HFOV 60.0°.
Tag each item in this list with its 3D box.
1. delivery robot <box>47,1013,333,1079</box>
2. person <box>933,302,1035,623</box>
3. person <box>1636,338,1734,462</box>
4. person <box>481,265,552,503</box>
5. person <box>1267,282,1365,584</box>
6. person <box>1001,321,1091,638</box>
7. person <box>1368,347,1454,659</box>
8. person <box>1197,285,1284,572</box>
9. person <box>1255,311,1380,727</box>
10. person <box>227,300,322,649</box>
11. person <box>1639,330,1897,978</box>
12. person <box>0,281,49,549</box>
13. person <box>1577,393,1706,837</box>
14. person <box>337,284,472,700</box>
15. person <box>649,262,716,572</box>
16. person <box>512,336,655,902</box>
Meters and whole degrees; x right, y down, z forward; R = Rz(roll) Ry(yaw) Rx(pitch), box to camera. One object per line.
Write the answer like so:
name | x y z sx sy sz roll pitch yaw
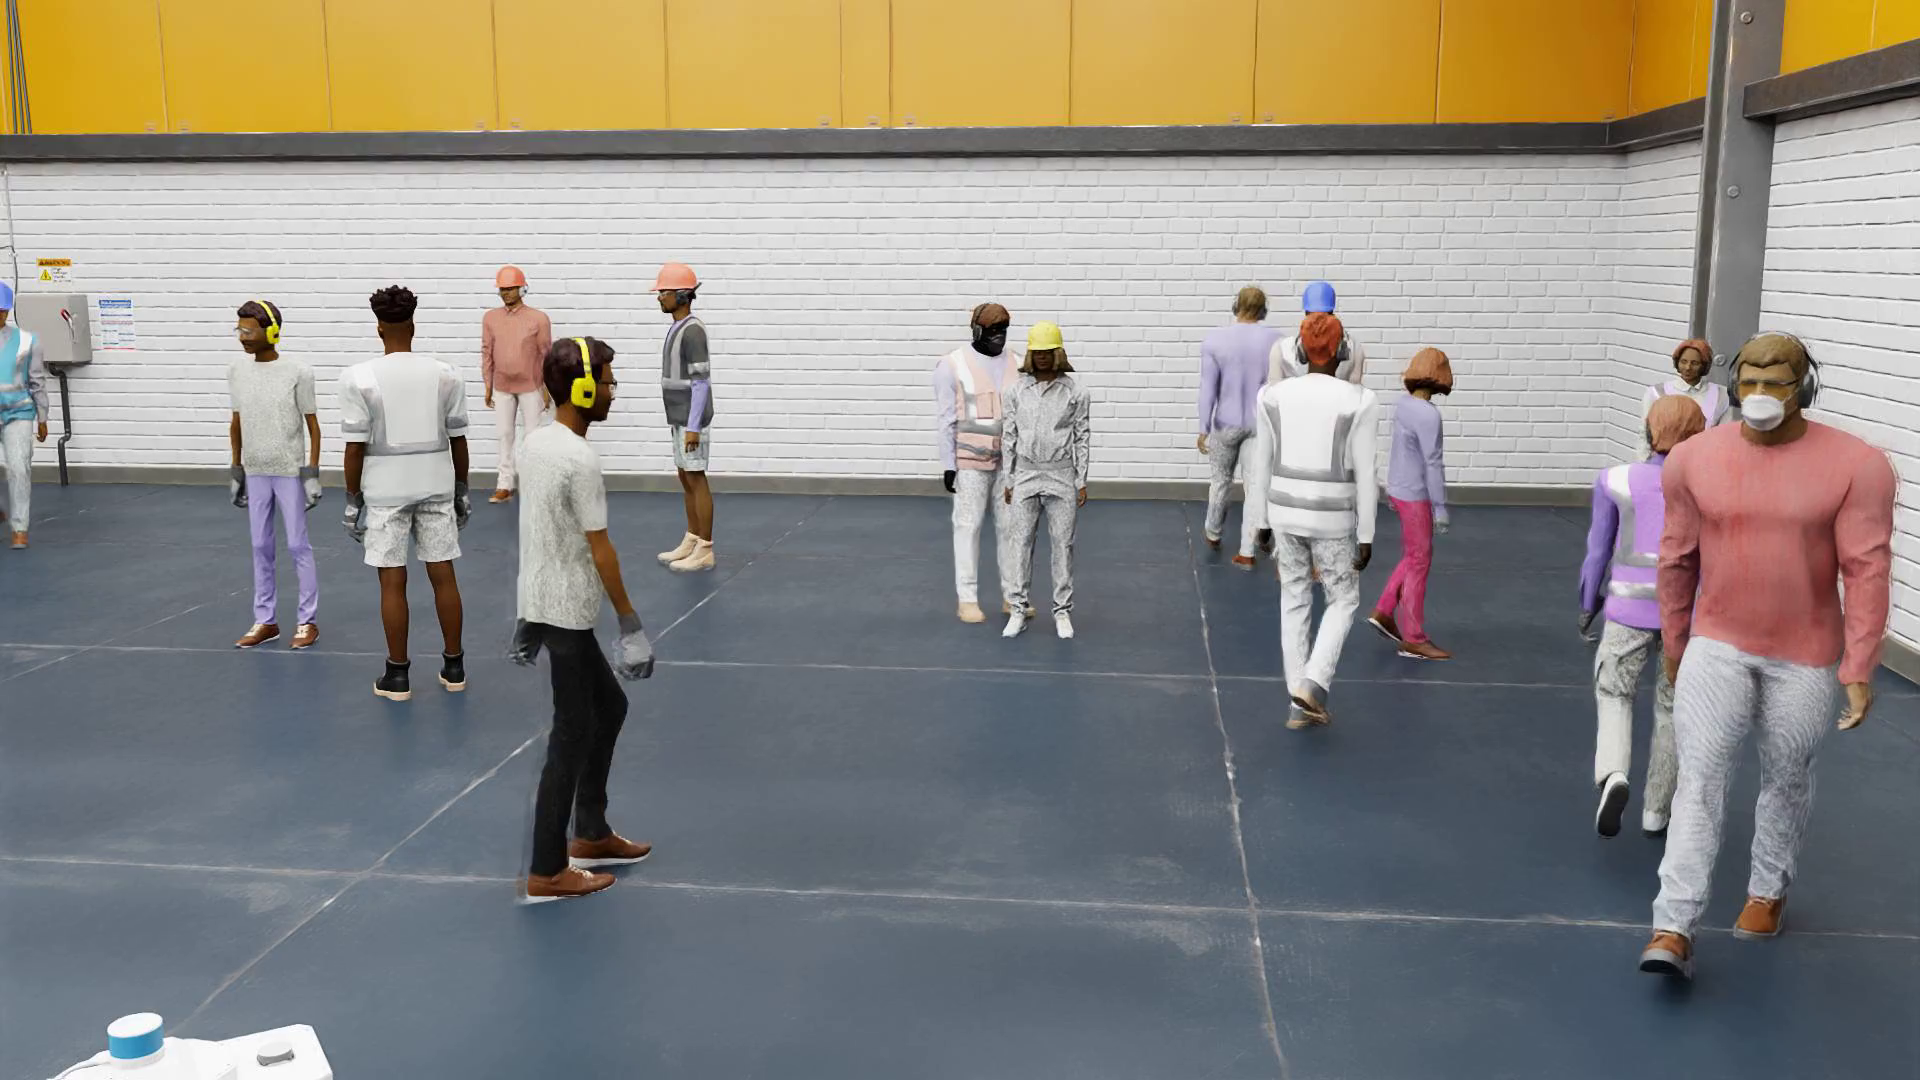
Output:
delivery robot | -1.677 1.219 3.417 0.707 0.478 0.477 -6 11 -30
person | 0.166 -0.444 9.563 0.631 1.837 0.429 -5 11 -25
person | 4.094 -0.325 9.429 0.515 1.636 0.315 1 10 8
person | -3.709 -1.290 13.931 0.612 1.994 0.395 1 10 8
person | 2.229 -0.654 10.522 0.620 1.924 0.495 1 10 5
person | 0.467 -0.322 9.105 0.488 1.743 0.317 1 10 8
person | 2.392 -0.198 8.723 0.330 1.626 0.573 0 10 -2
person | 1.909 -0.776 11.312 0.634 1.880 1.017 0 10 0
person | 1.556 -0.070 7.329 0.579 1.865 0.449 6 11 30
person | -3.658 -0.341 8.876 0.513 1.863 0.329 1 10 8
person | 2.326 0.346 4.850 0.645 1.886 0.990 6 12 33
person | -6.853 -0.891 11.887 0.626 1.916 0.694 -5 11 -25
person | 2.463 0.296 5.887 0.535 1.619 0.555 4 11 22
person | -2.626 -0.224 7.908 0.612 1.962 0.363 -7 12 -35
person | -1.834 -0.807 11.022 0.395 2.044 0.609 -4 11 -20
person | -1.194 0.260 5.476 0.619 1.849 0.543 -6 12 -31
